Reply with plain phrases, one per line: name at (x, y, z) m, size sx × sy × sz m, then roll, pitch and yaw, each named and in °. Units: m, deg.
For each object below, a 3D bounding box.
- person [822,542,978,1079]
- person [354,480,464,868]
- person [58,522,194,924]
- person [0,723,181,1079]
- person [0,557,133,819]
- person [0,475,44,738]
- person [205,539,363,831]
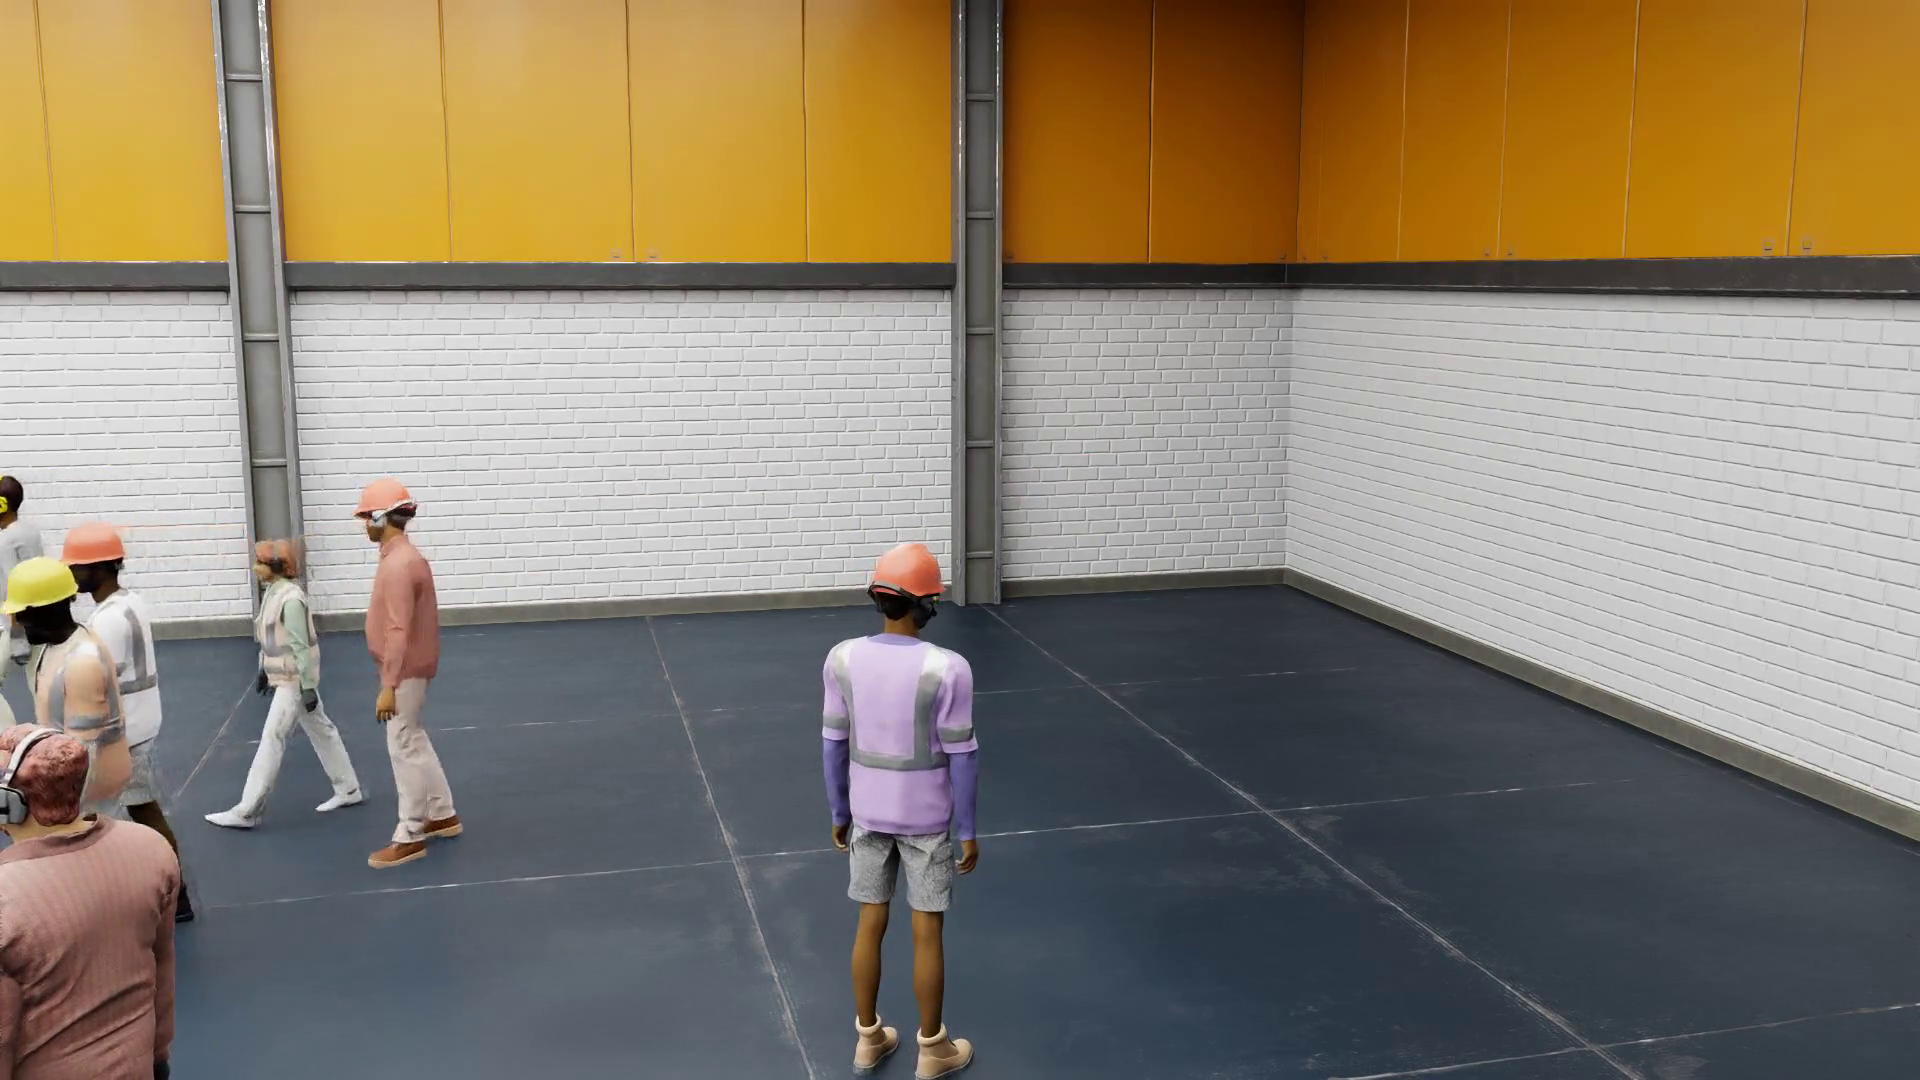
person at (-0.206, 1.020, 6.267) m, size 0.615 × 2.041 × 0.391 m, roll 4°, pitch 10°, yaw 23°
person at (-2.856, 0.689, 8.601) m, size 0.474 × 1.968 × 0.736 m, roll -3°, pitch 10°, yaw -19°
person at (-3.967, 0.876, 7.581) m, size 0.836 × 1.904 × 0.569 m, roll -4°, pitch 10°, yaw -22°
person at (-2.306, 1.404, 4.285) m, size 0.410 × 1.912 × 0.643 m, roll 3°, pitch 10°, yaw 19°
person at (-3.665, 0.998, 6.843) m, size 0.556 × 1.895 × 0.616 m, roll -7°, pitch 11°, yaw -37°
person at (-5.676, 0.530, 9.923) m, size 0.639 × 1.844 × 0.541 m, roll -1°, pitch 9°, yaw -9°
person at (-3.738, 0.781, 9.160) m, size 0.867 × 1.588 × 0.545 m, roll -5°, pitch 11°, yaw -30°
